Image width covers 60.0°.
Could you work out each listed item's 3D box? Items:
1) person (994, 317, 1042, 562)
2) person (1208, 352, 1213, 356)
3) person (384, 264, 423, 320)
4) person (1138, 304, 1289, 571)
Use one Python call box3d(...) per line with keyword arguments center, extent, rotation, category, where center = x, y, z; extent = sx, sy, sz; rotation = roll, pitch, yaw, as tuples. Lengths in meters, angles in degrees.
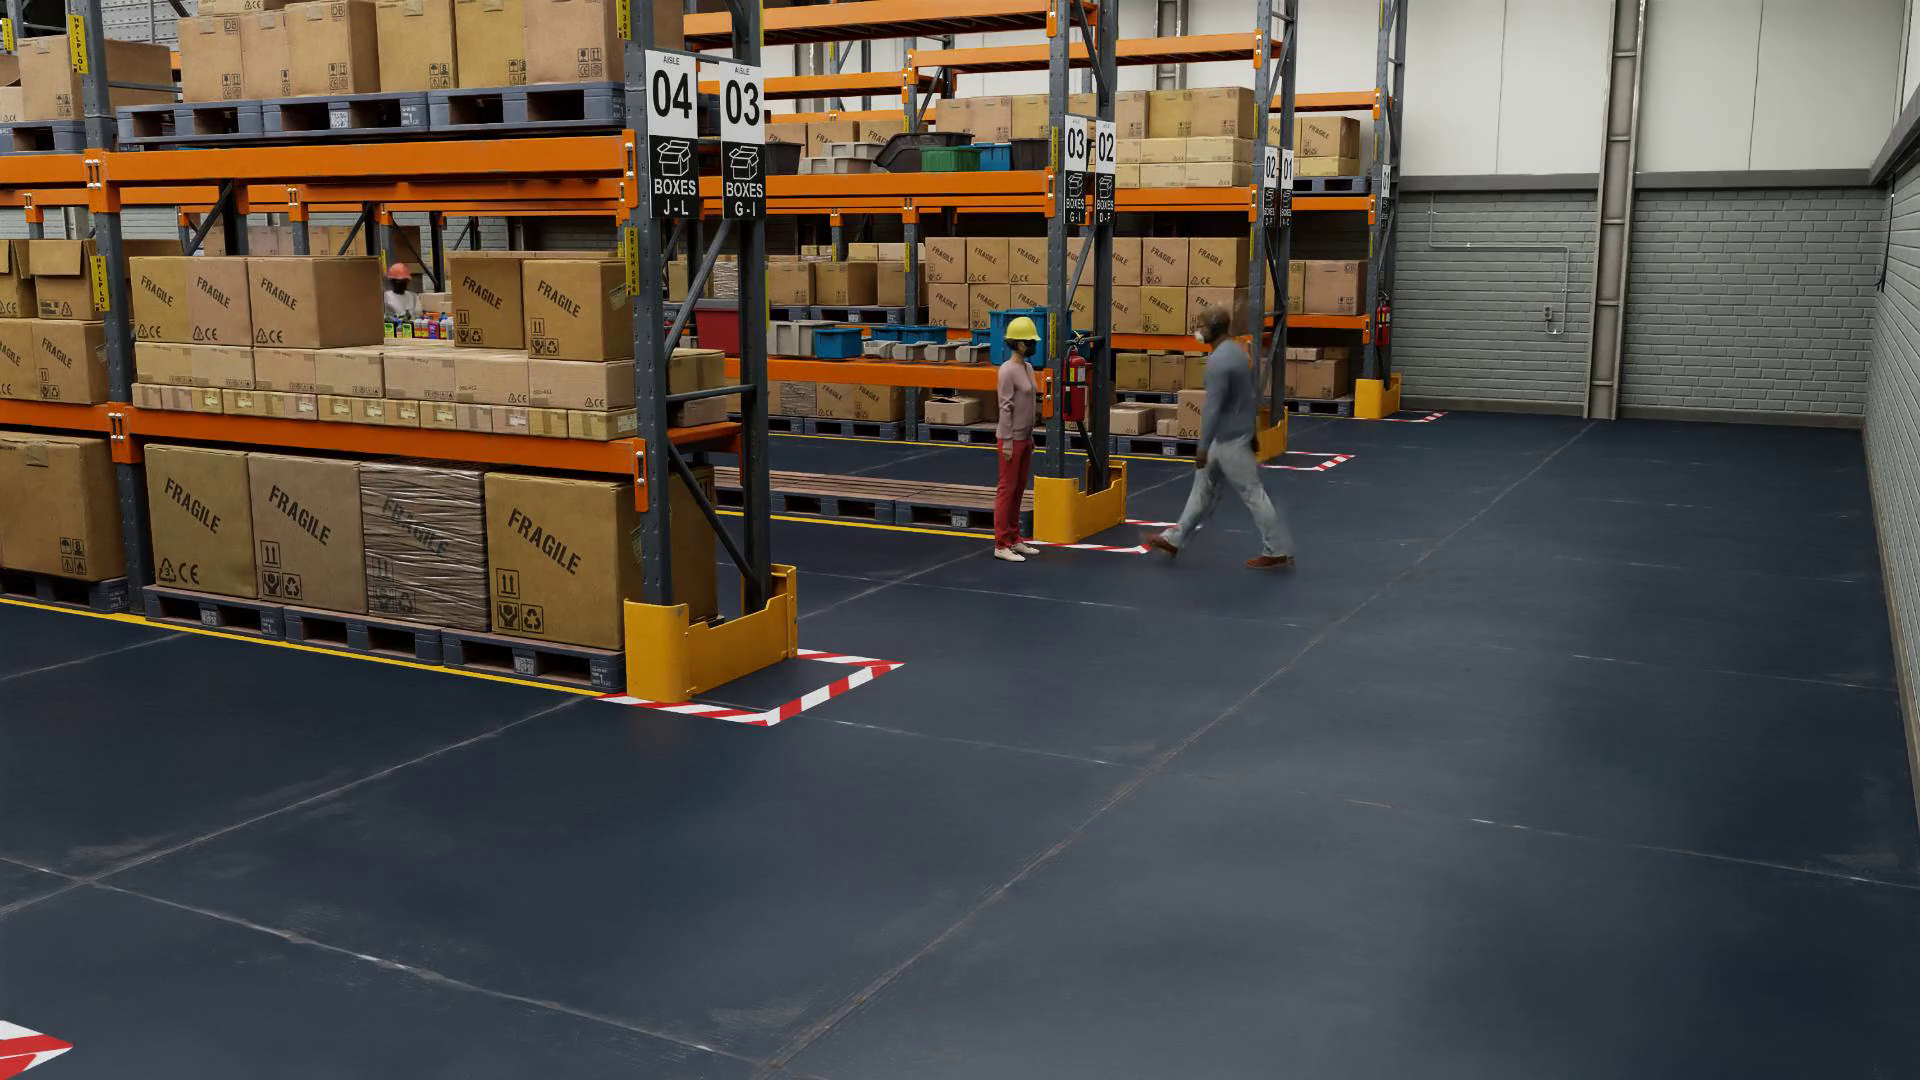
box3d(center=(0.435, -0.732, 12.088), extent=(0.325, 1.767, 0.533), rotation=(4, 11, 22), category="person")
box3d(center=(3.021, -2.051, 18.860), extent=(0.384, 1.918, 0.596), rotation=(4, 11, 22), category="person")
box3d(center=(-7.054, -2.500, 21.122), extent=(1.030, 1.983, 0.621), rotation=(6, 12, 29), category="person")
box3d(center=(1.823, -0.710, 11.674), extent=(1.119, 1.864, 0.652), rotation=(3, 11, 17), category="person")
